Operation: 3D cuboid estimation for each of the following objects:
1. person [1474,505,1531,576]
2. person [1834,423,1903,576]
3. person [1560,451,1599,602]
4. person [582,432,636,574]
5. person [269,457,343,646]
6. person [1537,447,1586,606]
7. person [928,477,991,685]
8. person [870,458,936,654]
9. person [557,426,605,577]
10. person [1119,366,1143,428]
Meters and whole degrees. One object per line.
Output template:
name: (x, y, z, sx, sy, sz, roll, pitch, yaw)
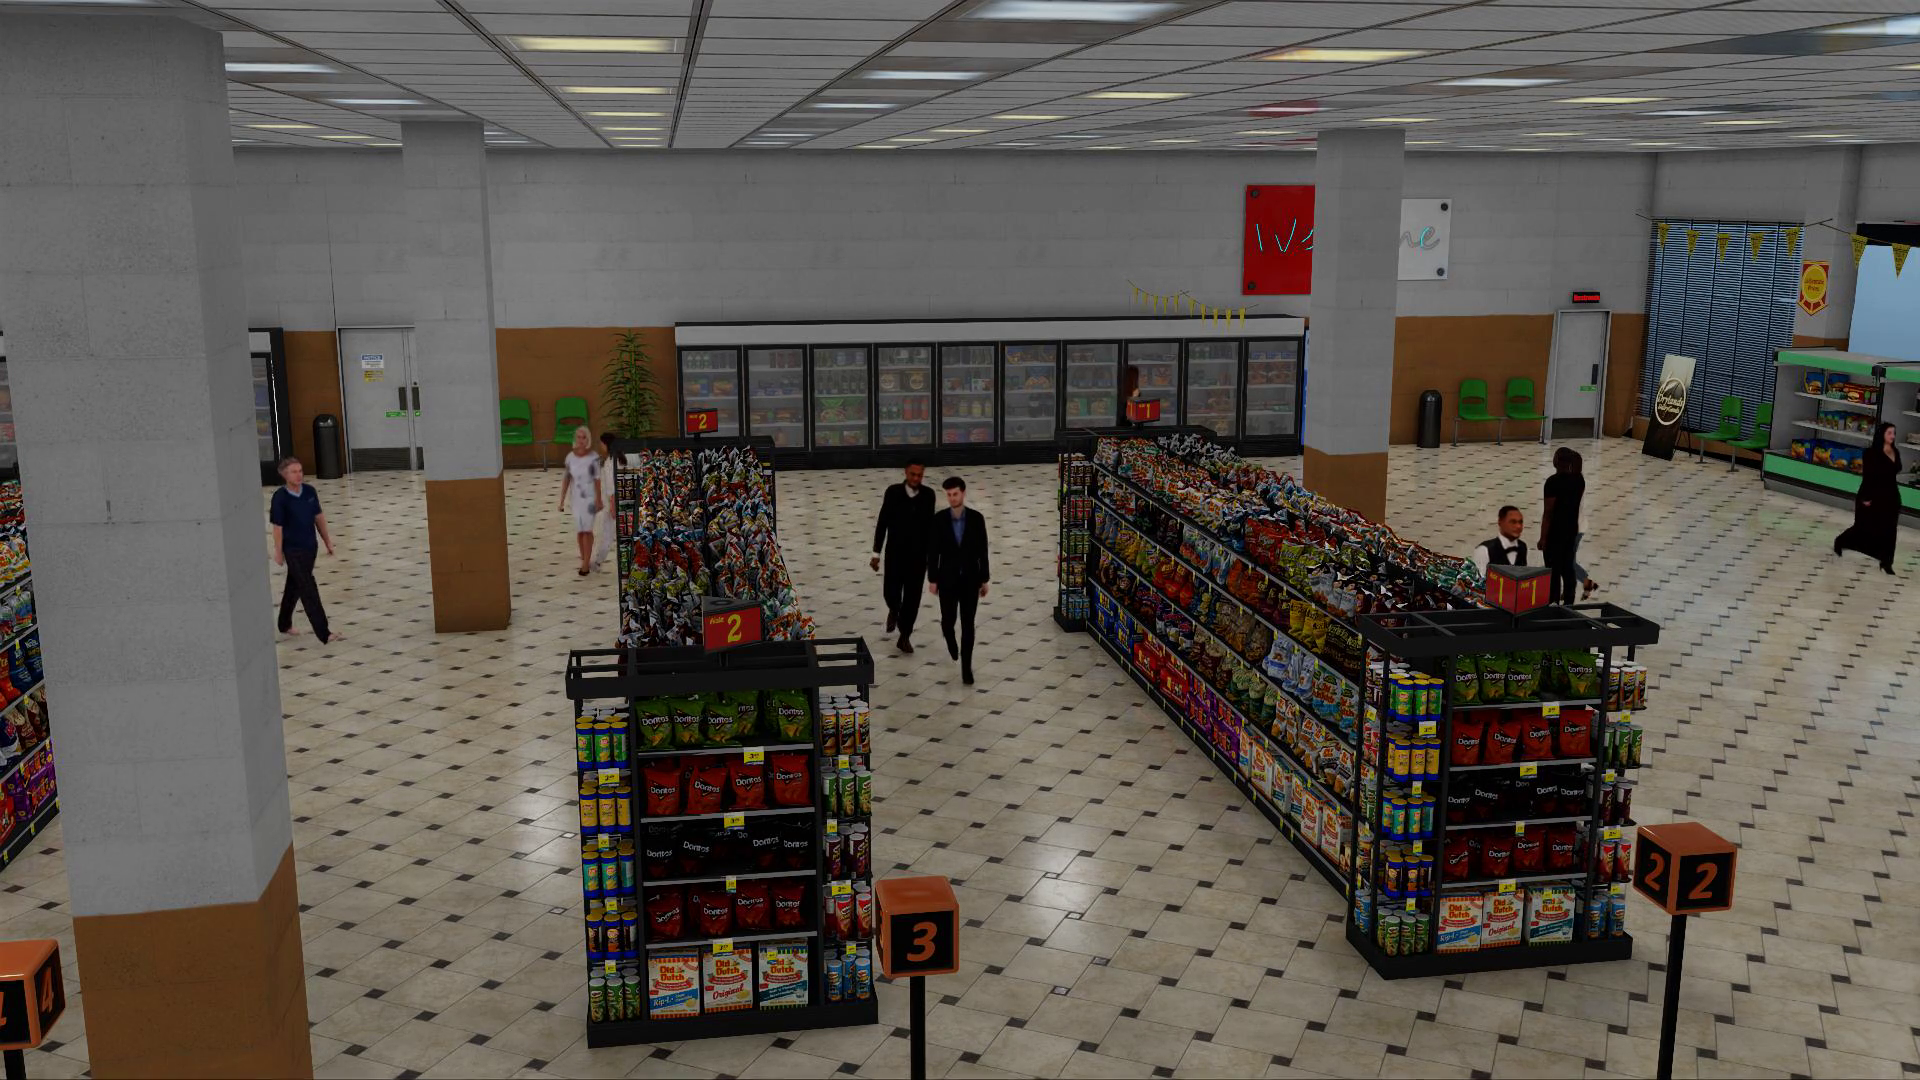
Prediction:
person: (4.332, 0.638, 13.568, 0.744, 1.880, 1.143, -3, 12, -15)
person: (10.551, -0.486, 19.272, 0.723, 1.729, 1.066, -4, 12, -17)
person: (6.584, -0.114, 17.674, 0.904, 1.661, 0.842, 8, 14, 34)
person: (-3.801, -0.372, 18.946, 1.018, 1.641, 1.057, 4, 12, 17)
person: (-6.480, 0.132, 16.156, 1.209, 1.805, 1.247, 6, 13, 26)
person: (6.129, -0.048, 16.978, 0.726, 1.818, 0.669, -6, 13, -26)
person: (-0.019, 0.336, 15.043, 0.783, 1.865, 1.060, -1, 12, -5)
person: (-0.531, 0.119, 16.045, 0.805, 1.875, 1.058, -1, 12, -5)
person: (-4.298, -0.461, 19.146, 0.744, 1.734, 0.823, 3, 12, 12)
person: (2.524, -1.793, 25.584, 0.900, 1.688, 1.171, -7, 14, -29)
